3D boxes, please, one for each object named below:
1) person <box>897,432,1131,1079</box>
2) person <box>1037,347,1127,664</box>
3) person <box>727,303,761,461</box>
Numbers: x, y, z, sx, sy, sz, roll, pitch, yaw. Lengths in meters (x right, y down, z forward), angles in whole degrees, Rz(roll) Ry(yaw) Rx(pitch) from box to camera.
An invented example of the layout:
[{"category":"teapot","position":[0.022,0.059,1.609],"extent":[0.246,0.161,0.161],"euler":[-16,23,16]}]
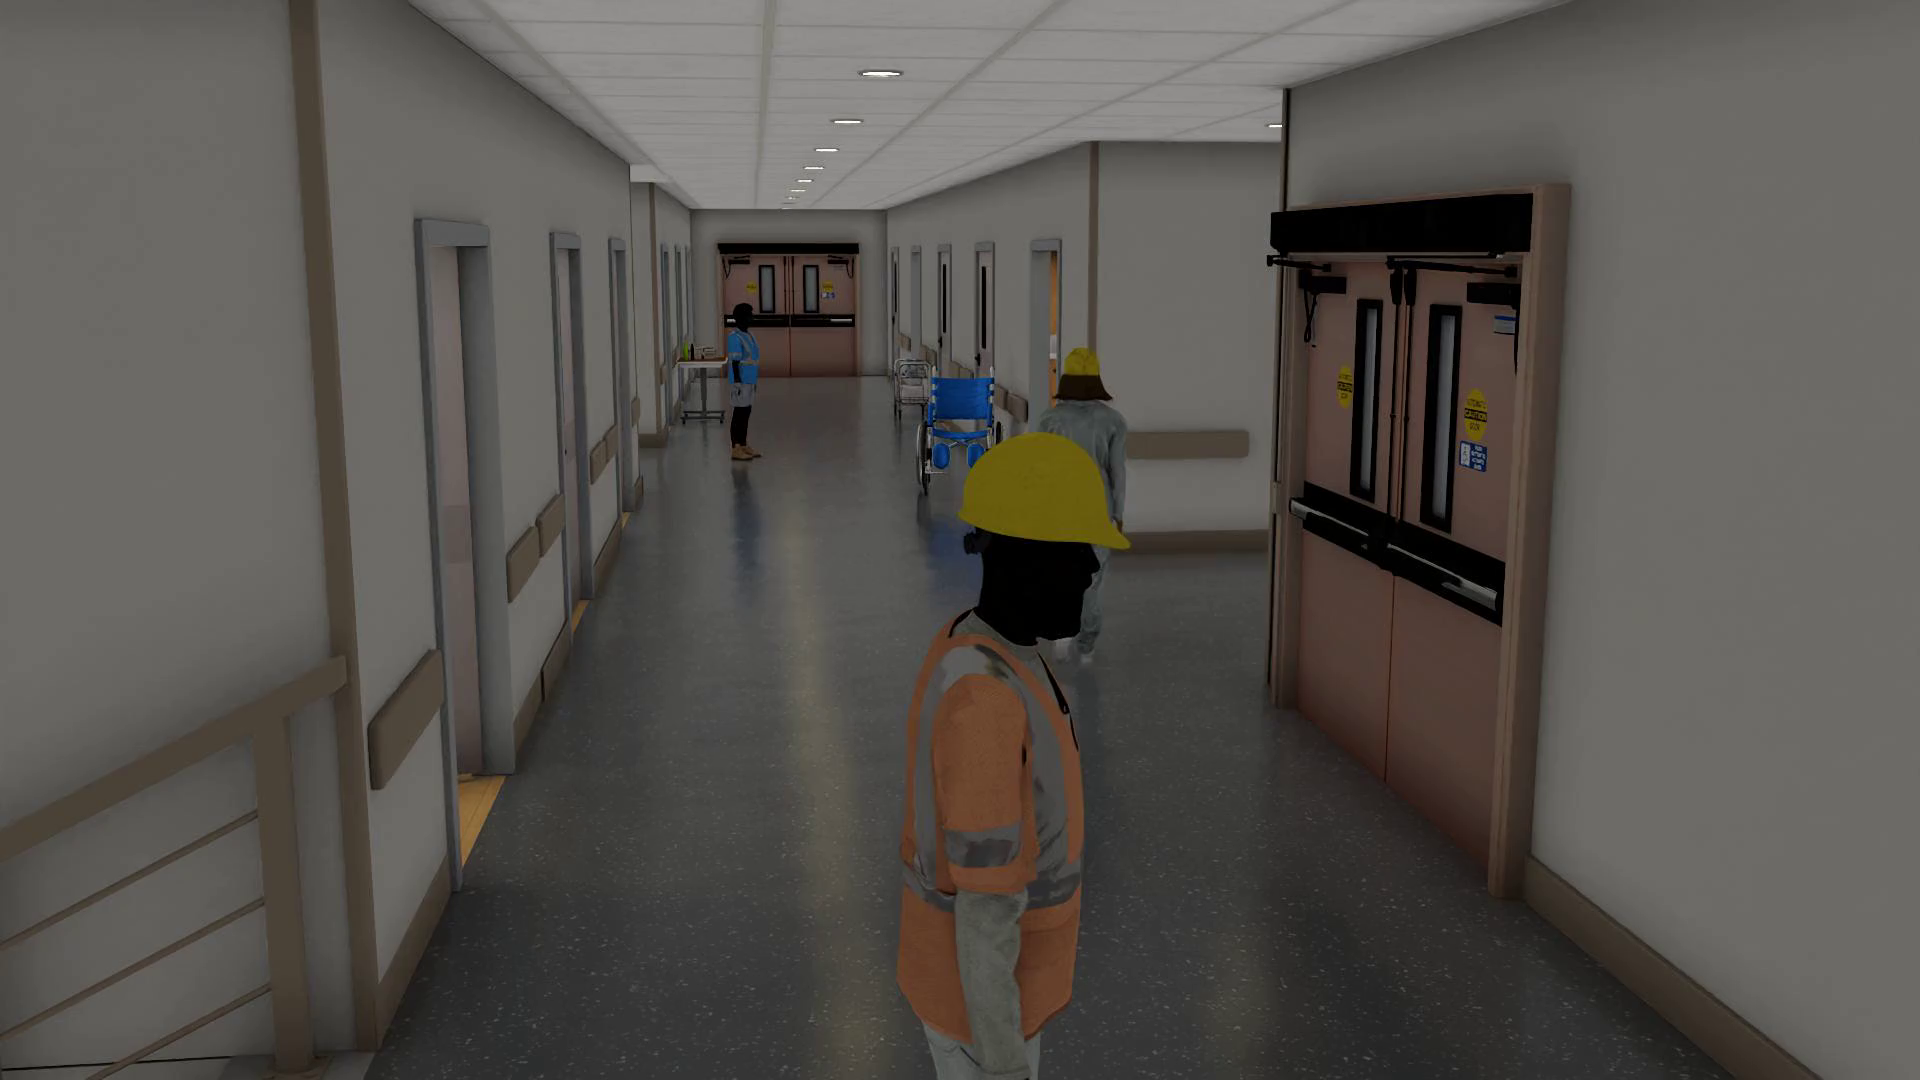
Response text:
[{"category":"person","position":[0.091,0.767,2.937],"extent":[0.393,1.918,0.585],"euler":[1,10,4]},{"category":"person","position":[0.641,-0.160,8.881],"extent":[0.493,1.729,0.589],"euler":[0,10,2]},{"category":"person","position":[-2.336,-1.712,18.004],"extent":[0.316,1.695,0.542],"euler":[2,10,12]}]
